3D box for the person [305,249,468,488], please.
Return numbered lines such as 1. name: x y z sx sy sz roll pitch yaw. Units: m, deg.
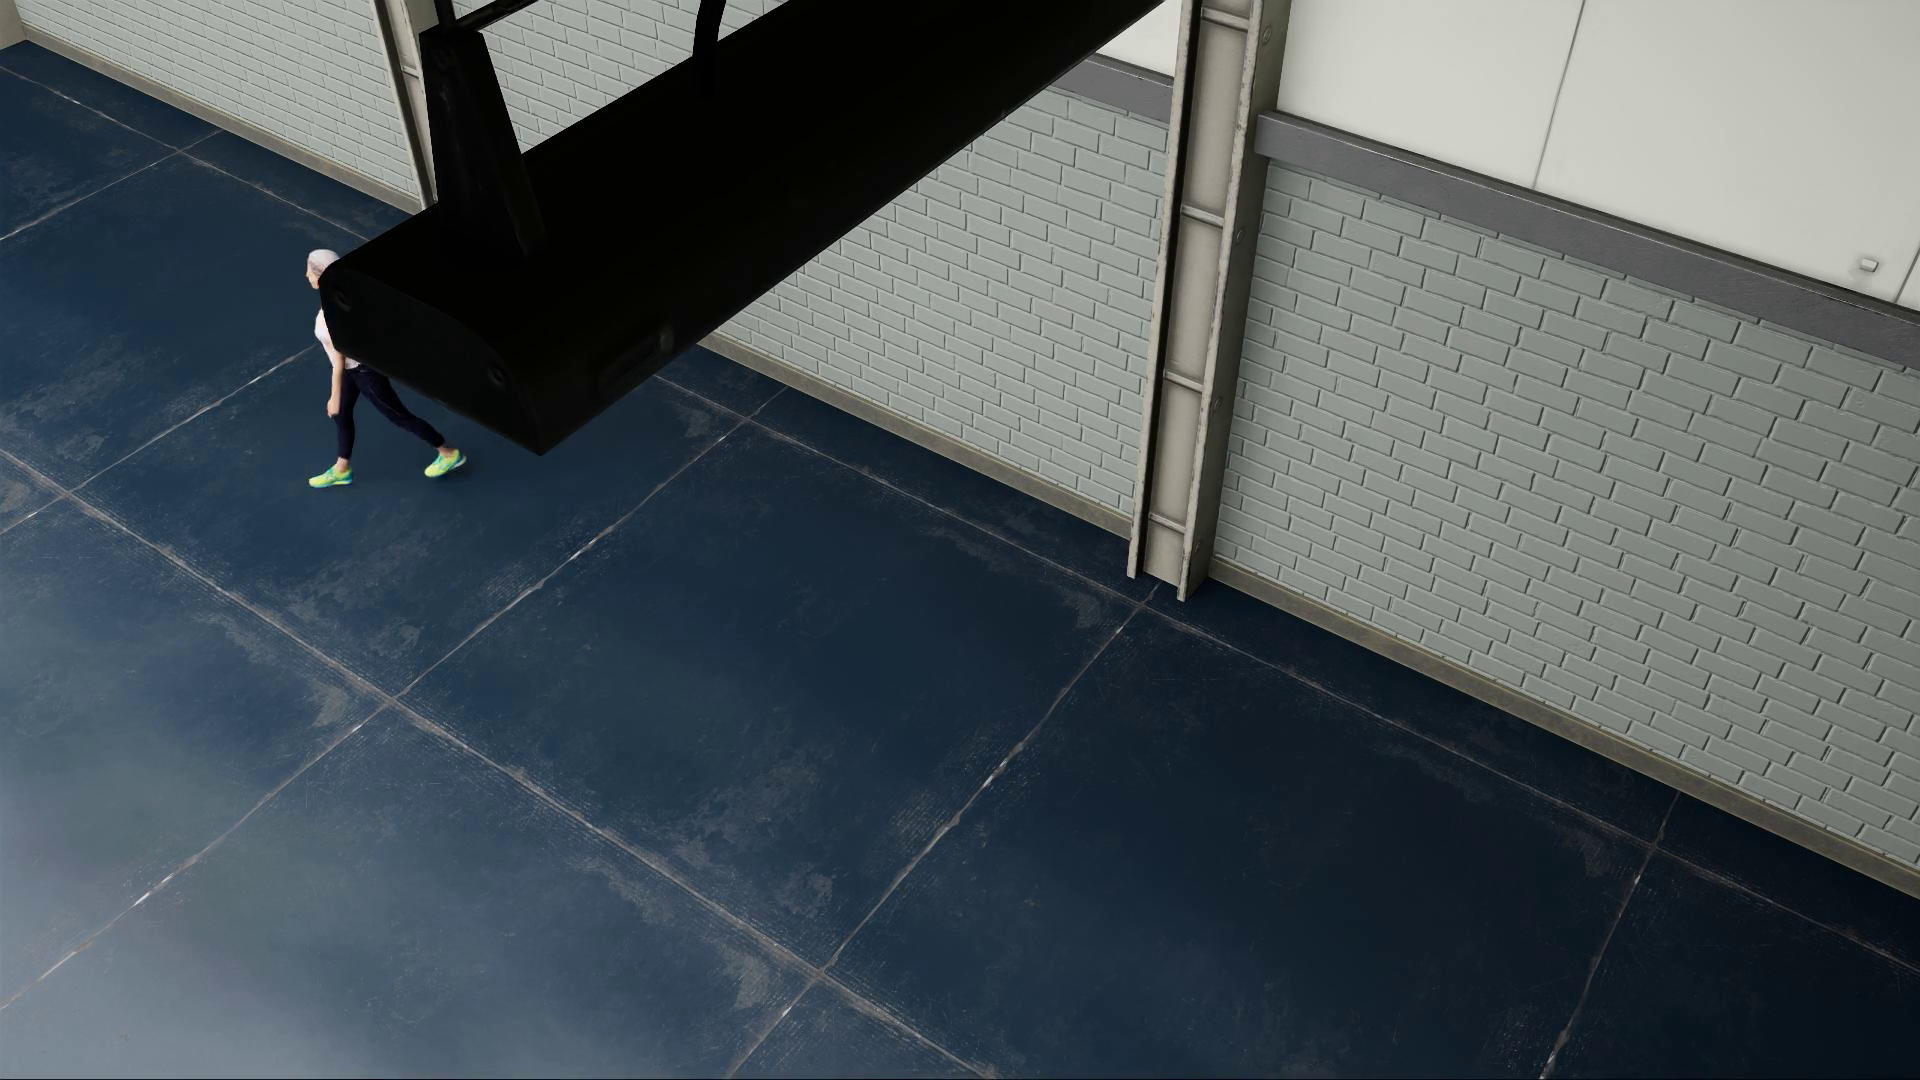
1. person: -3.465 -0.979 9.911 1.107 1.659 1.176 -14 45 -14
